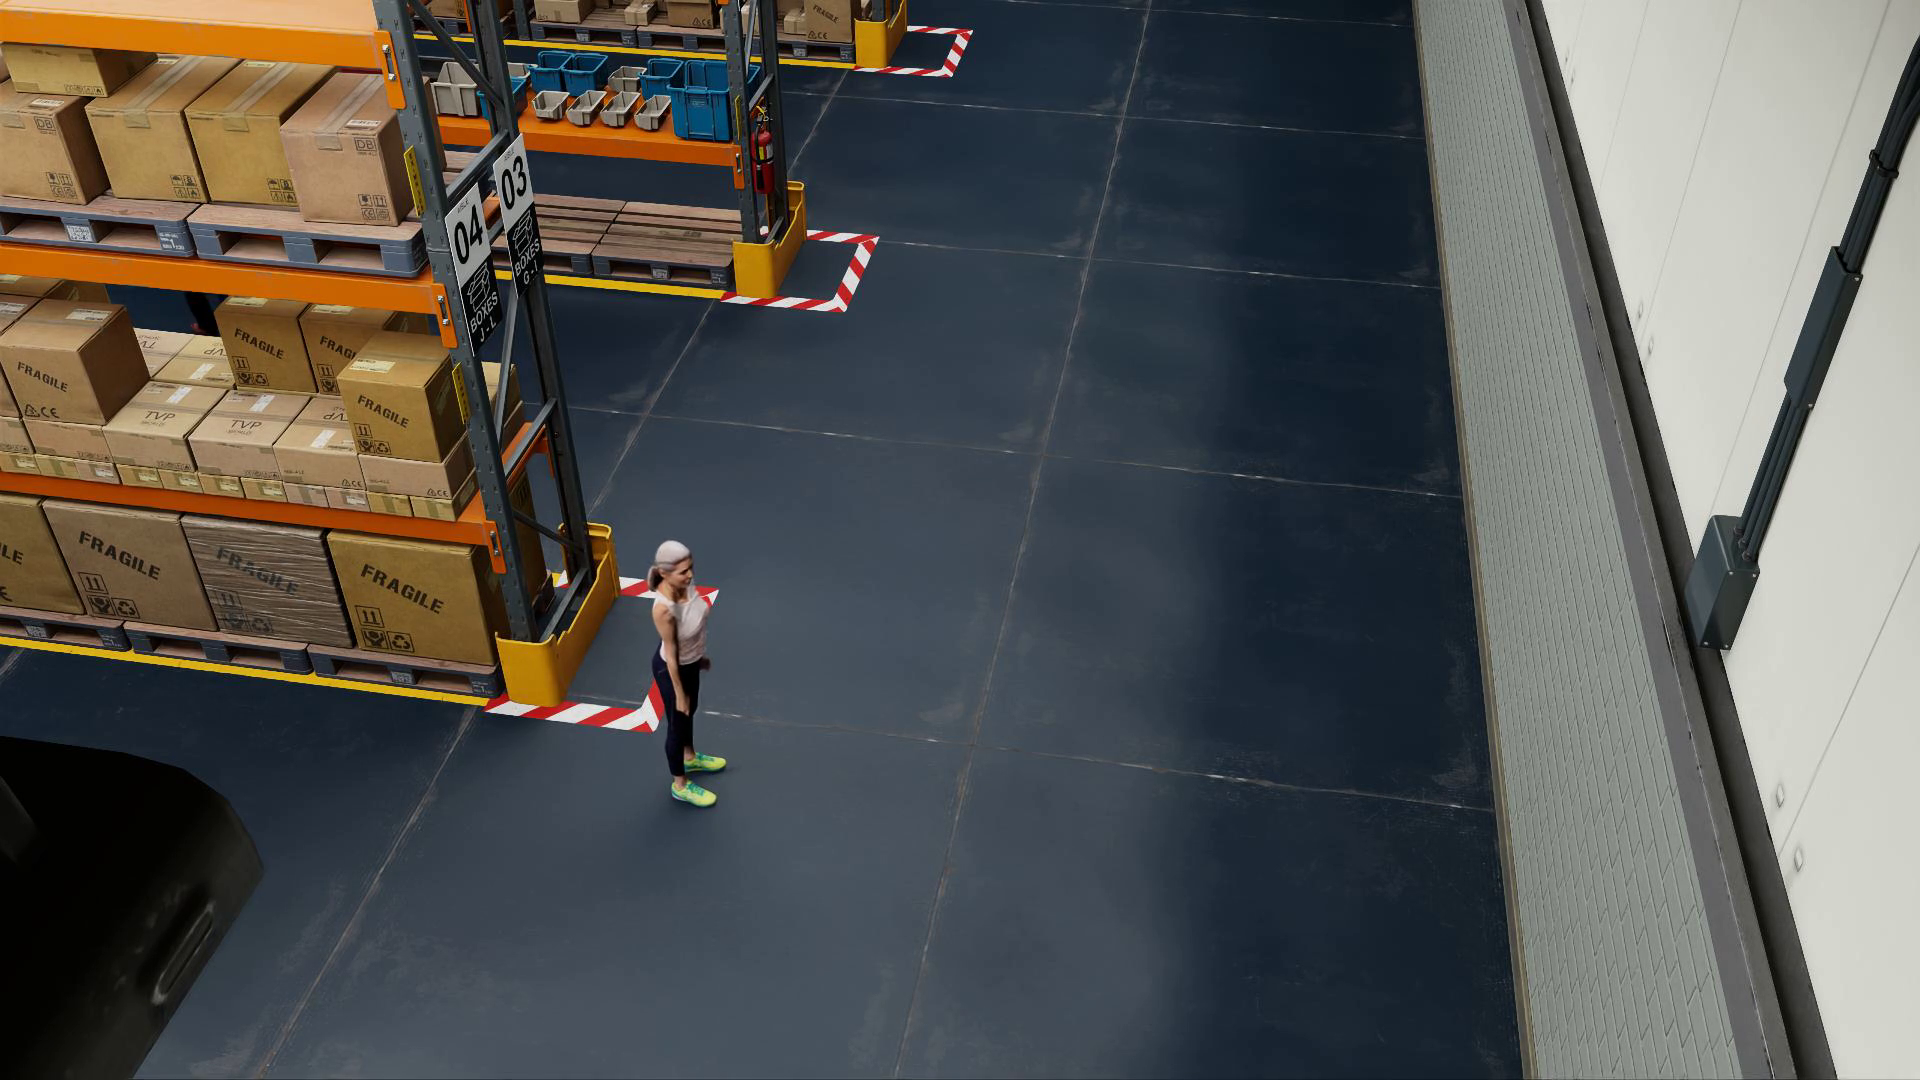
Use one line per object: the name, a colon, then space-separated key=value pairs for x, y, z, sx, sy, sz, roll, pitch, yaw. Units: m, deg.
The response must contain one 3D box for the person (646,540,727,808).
person: x=-1.519 y=0.697 z=8.999 sx=0.540 sy=1.705 sz=0.605 roll=4 pitch=38 yaw=5
